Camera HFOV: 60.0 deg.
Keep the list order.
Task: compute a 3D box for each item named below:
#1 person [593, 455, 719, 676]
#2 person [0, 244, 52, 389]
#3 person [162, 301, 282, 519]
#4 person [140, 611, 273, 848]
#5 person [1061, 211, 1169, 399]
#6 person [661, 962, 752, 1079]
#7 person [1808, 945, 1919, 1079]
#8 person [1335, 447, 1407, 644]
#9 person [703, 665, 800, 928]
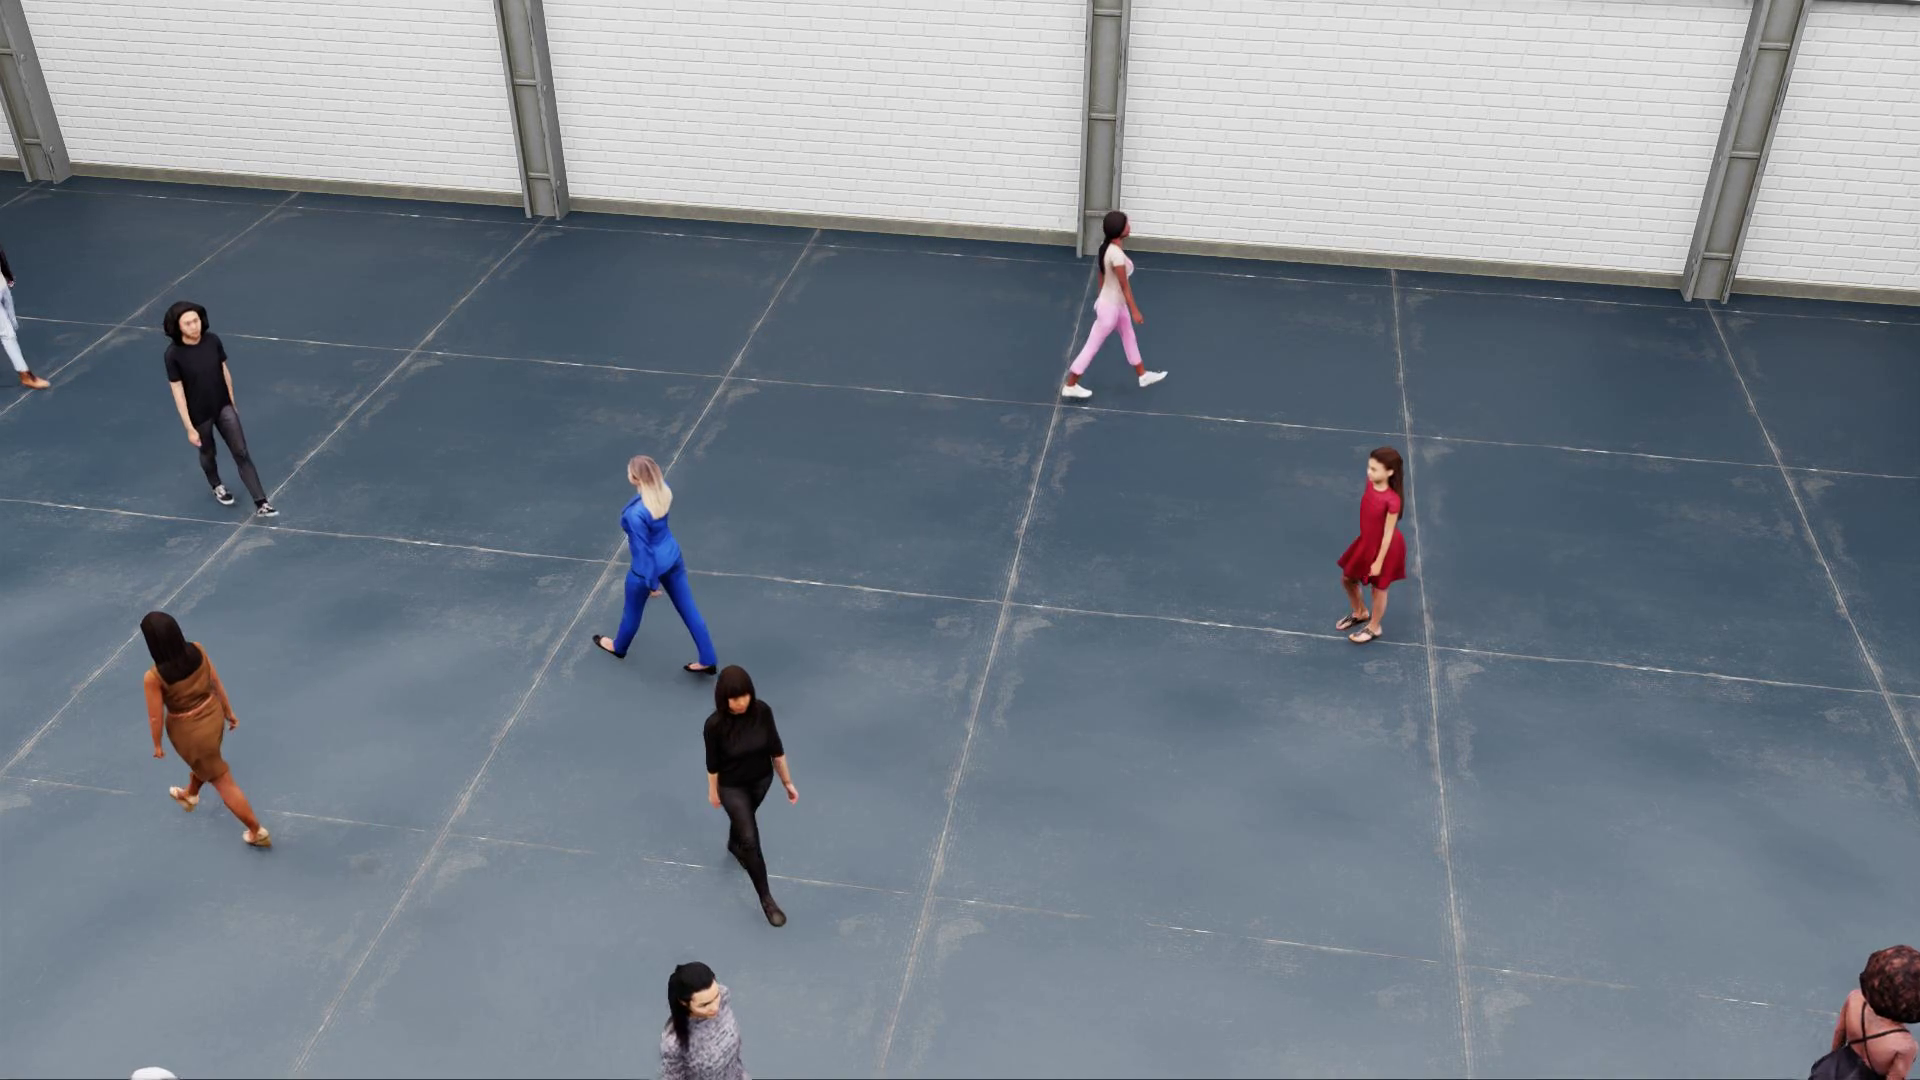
[{"bbox_3d":[-1.901,0.216,10.946,1.202,1.656,0.808,14,36,20],"label":"person"},{"bbox_3d":[-8.473,-2.176,14.396,1.012,1.820,0.664,7,34,10],"label":"person"},{"bbox_3d":[-5.767,-1.009,12.668,1.230,1.791,1.049,27,42,34],"label":"person"},{"bbox_3d":[-4.308,1.141,9.558,1.086,1.652,0.737,13,36,19],"label":"person"},{"bbox_3d":[1.197,-1.938,14.163,1.237,1.682,0.810,-3,34,-5],"label":"person"},{"bbox_3d":[-1.200,2.461,7.510,0.759,1.721,0.751,21,39,28],"label":"person"},{"bbox_3d":[3.872,2.522,7.377,0.950,1.767,0.826,-12,35,-17],"label":"person"},{"bbox_3d":[2.916,0.025,11.338,0.751,1.541,0.686,-16,37,-22],"label":"person"},{"bbox_3d":[-1.237,1.314,9.342,1.045,1.604,1.091,-20,39,-28],"label":"person"}]
